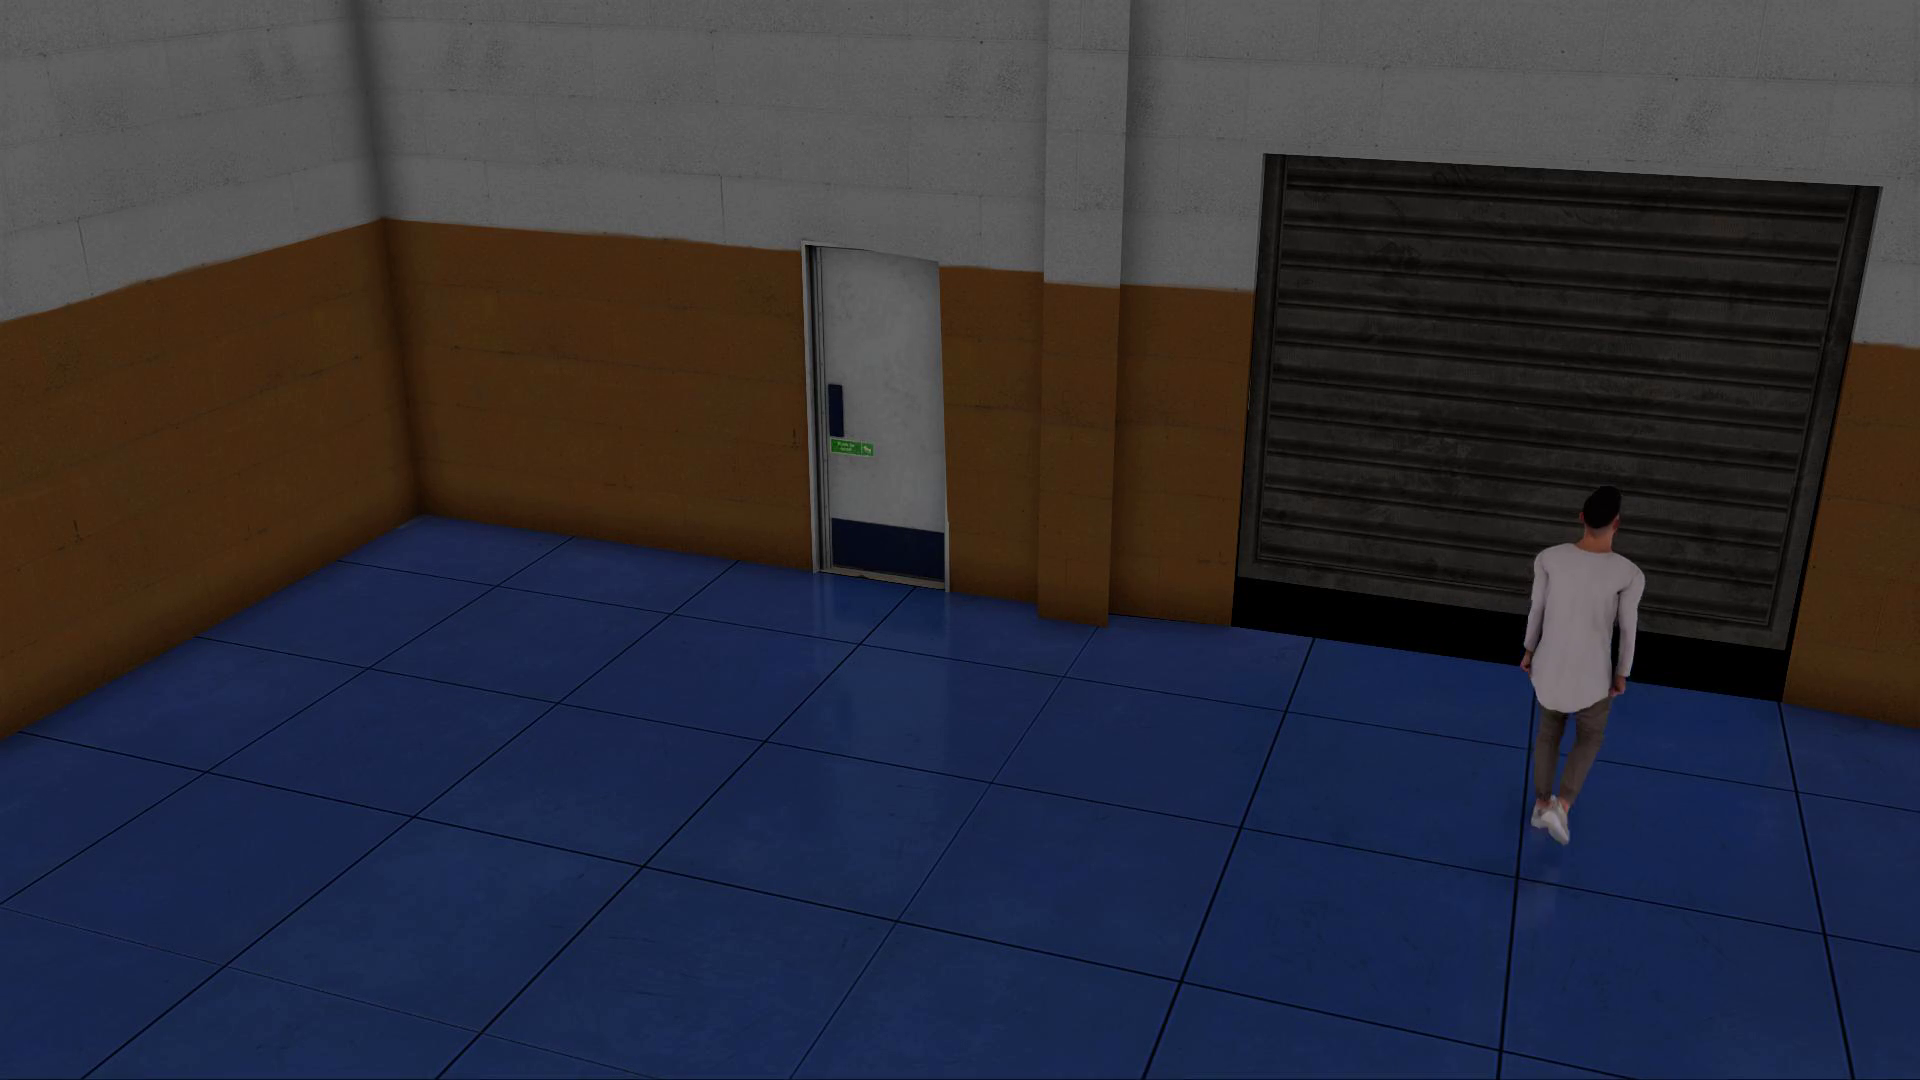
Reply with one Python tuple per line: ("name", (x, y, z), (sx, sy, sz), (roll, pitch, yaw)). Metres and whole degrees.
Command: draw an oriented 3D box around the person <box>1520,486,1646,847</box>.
("person", (2.925, 0.636, 7.989), (0.907, 1.827, 0.856), (14, 26, 31))
